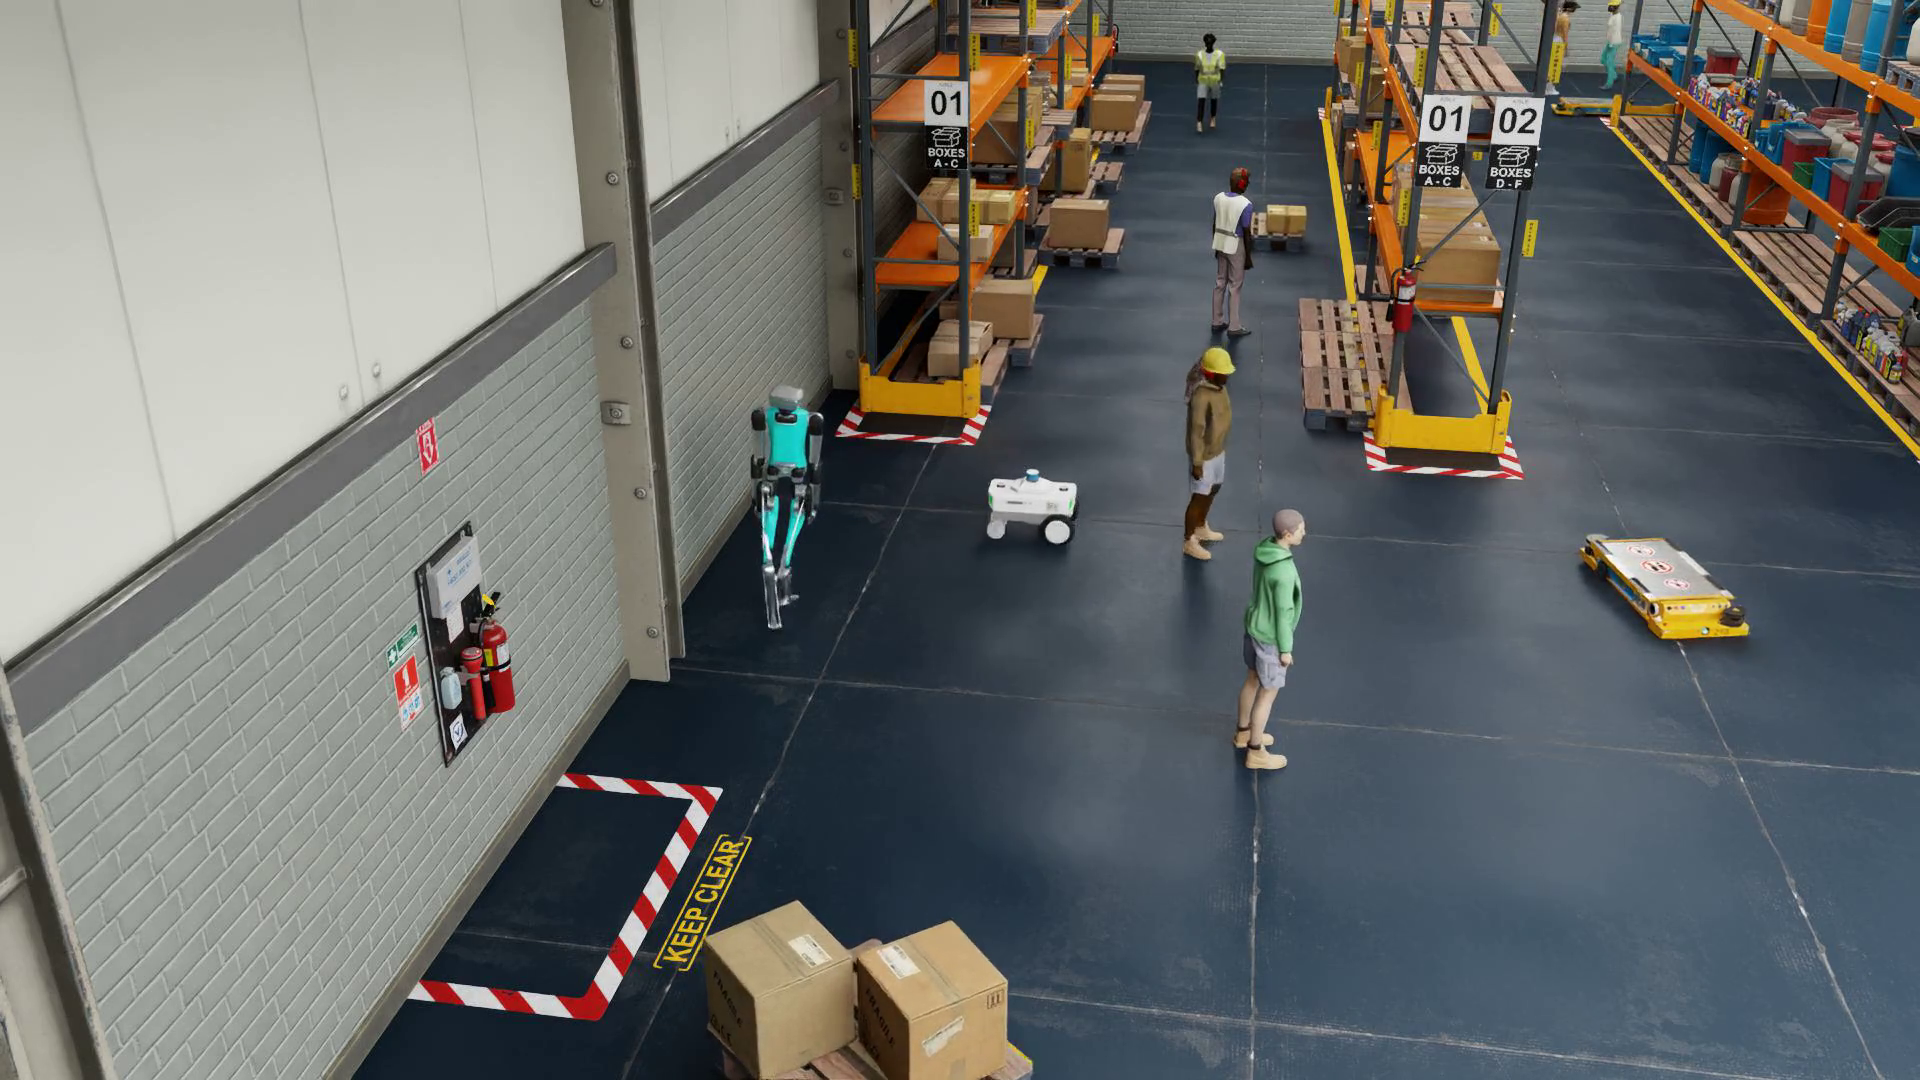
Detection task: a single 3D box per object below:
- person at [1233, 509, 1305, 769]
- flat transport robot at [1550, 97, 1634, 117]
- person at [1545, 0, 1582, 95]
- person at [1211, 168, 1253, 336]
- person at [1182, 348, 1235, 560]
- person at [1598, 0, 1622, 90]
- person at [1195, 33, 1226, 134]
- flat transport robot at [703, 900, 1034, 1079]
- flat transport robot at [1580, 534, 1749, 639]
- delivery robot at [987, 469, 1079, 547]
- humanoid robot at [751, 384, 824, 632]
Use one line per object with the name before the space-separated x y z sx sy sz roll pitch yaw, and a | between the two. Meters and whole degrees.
person | 1.920 0.606 10.335 0.319 1.735 0.478 -4 25 -8
flat transport robot | 11.497 -7.835 30.127 1.431 0.231 0.659 4 25 9
person | 11.403 -9.345 31.513 0.439 1.831 0.545 0 25 0
person | 2.980 -3.157 18.262 0.391 1.837 0.562 -16 30 -31
person | 1.960 -0.708 13.146 0.414 1.743 0.641 15 29 29
person | 12.596 -9.616 32.188 0.395 1.746 0.557 3 25 6
person | 4.280 -7.850 28.528 0.527 1.646 0.896 5 25 10
flat transport robot | -0.400 2.596 7.800 1.431 0.231 0.659 -19 31 -35
flat transport robot | 5.328 0.335 12.640 0.659 0.231 1.431 -2 25 -4
delivery robot | 0.618 -0.276 13.632 0.803 0.614 0.499 3 25 7
humanoid robot | -1.290 -0.150 12.040 0.564 1.845 0.802 2 25 5
